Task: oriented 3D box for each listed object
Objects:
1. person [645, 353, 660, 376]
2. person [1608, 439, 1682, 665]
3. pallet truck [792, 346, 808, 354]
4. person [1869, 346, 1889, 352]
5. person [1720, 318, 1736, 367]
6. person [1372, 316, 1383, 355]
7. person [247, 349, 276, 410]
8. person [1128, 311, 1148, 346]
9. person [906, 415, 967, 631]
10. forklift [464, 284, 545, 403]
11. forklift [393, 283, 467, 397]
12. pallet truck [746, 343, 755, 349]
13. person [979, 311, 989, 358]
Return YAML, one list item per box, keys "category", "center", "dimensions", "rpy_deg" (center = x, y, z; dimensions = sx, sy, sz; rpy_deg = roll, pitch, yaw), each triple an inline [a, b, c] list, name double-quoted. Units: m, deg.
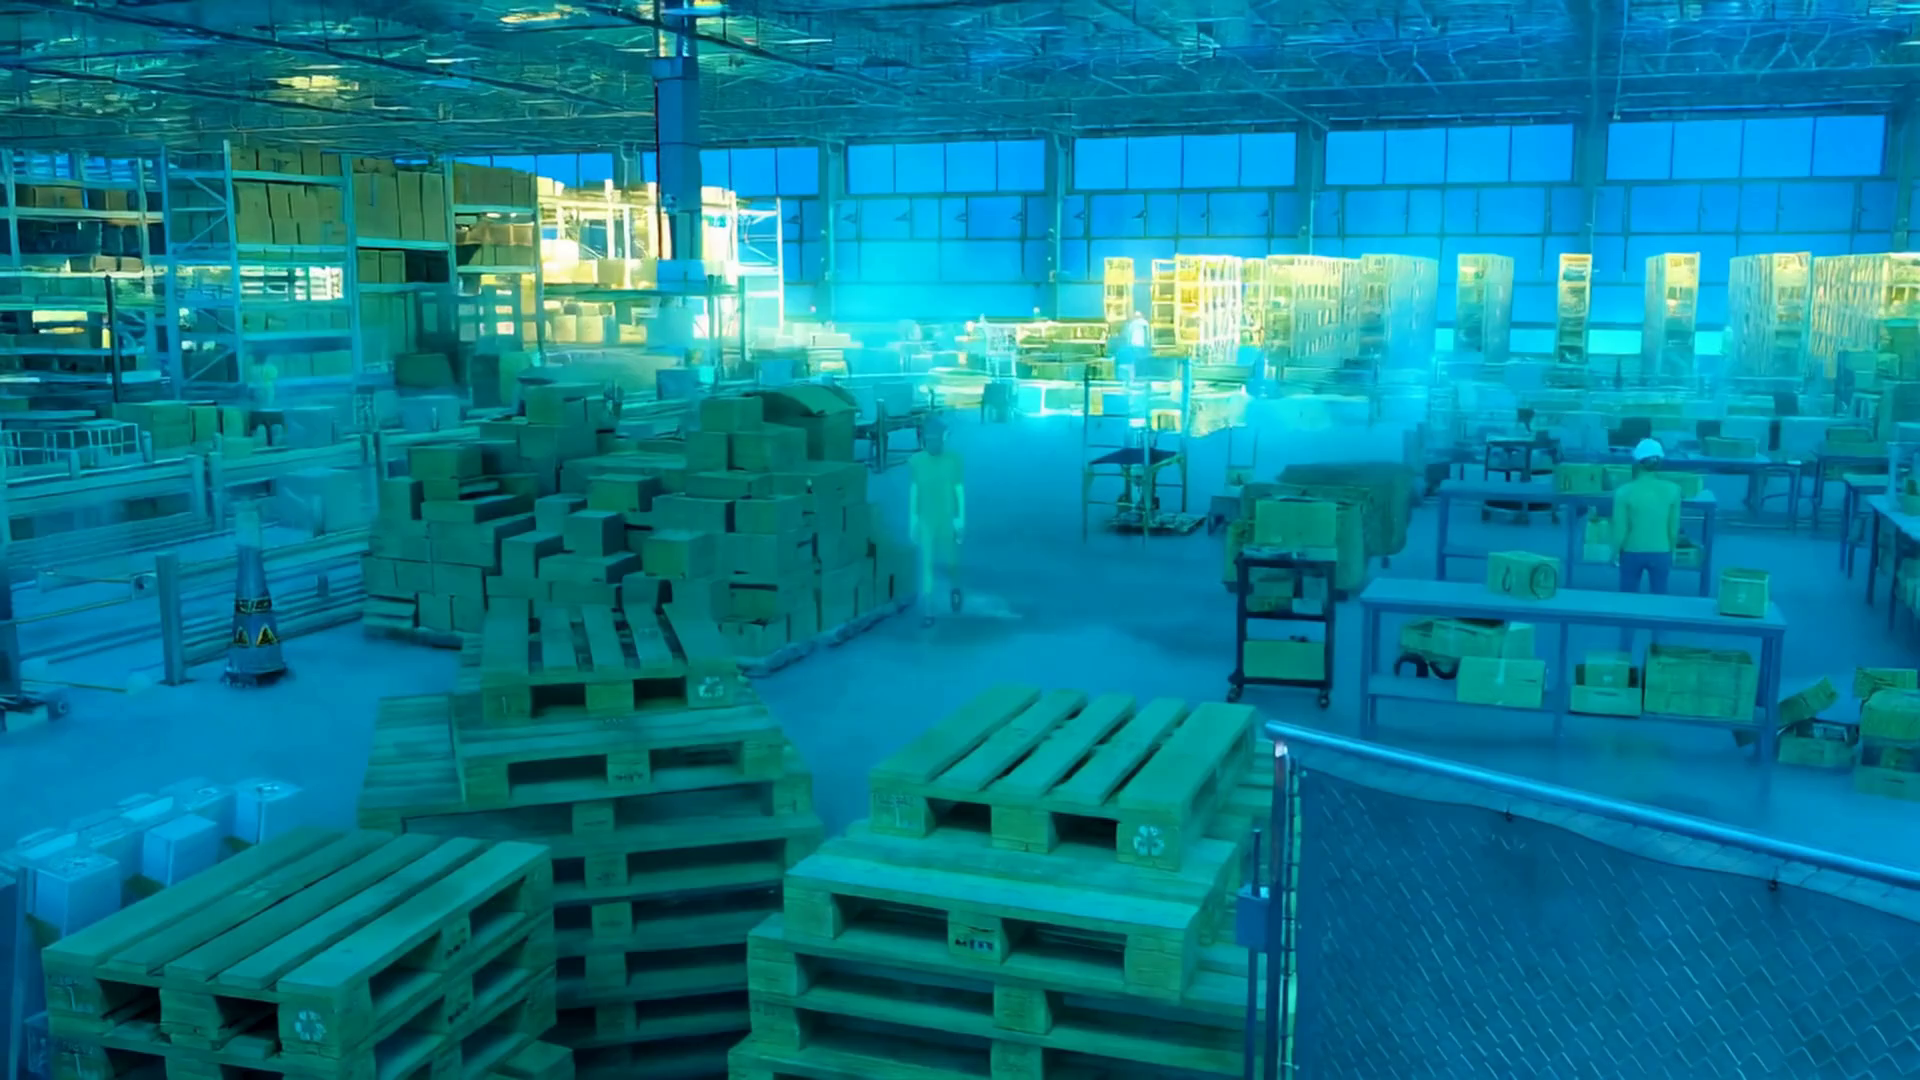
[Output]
- category: "person"
  center: [-8.235, -4.897, 44.743]
  dimensions: [0.497, 1.633, 0.287]
  rpy_deg: [0, 9, 1]
- category: "person"
  center: [5.318, 0.100, 12.944]
  dimensions: [0.523, 1.769, 0.324]
  rpy_deg: [1, 9, 5]
- category: "pallet truck"
  center: [-3.705, -4.298, 42.022]
  dimensions: [0.653, 1.274, 1.630]
  rpy_deg: [3, 10, 20]
- category: "person"
  center: [20.632, -3.816, 37.377]
  dimensions: [0.457, 1.818, 0.596]
  rpy_deg: [-2, 9, -14]
- category: "person"
  center: [21.969, -5.441, 47.541]
  dimensions: [0.455, 1.826, 0.590]
  rpy_deg: [3, 10, 19]
- category: "person"
  center: [13.174, -6.333, 52.708]
  dimensions: [0.462, 1.970, 0.640]
  rpy_deg: [6, 11, 33]
- category: "person"
  center: [-12.957, -2.677, 30.686]
  dimensions: [0.547, 1.667, 0.742]
  rpy_deg: [3, 10, 19]
- category: "person"
  center: [5.594, -6.207, 52.109]
  dimensions: [0.639, 1.911, 0.406]
  rpy_deg: [4, 10, 25]
- category: "person"
  center: [-0.195, -0.173, 14.424]
  dimensions: [0.523, 1.849, 0.697]
  rpy_deg: [2, 9, 13]
- category: "forklift"
  center: [-10.832, -4.702, 39.610]
  dimensions: [1.129, 2.768, 1.873]
  rpy_deg: [3, 10, 20]
- category: "forklift"
  center: [-13.191, -5.005, 41.518]
  dimensions: [1.129, 2.768, 1.873]
  rpy_deg: [3, 10, 20]
- category: "pallet truck"
  center: [-6.183, -4.618, 44.264]
  dimensions: [1.601, 1.201, 0.680]
  rpy_deg: [-9, 12, -43]
- category: "person"
  center: [0.816, -7.388, 60.101]
  dimensions: [0.592, 1.726, 0.494]
  rpy_deg: [-8, 12, -40]
